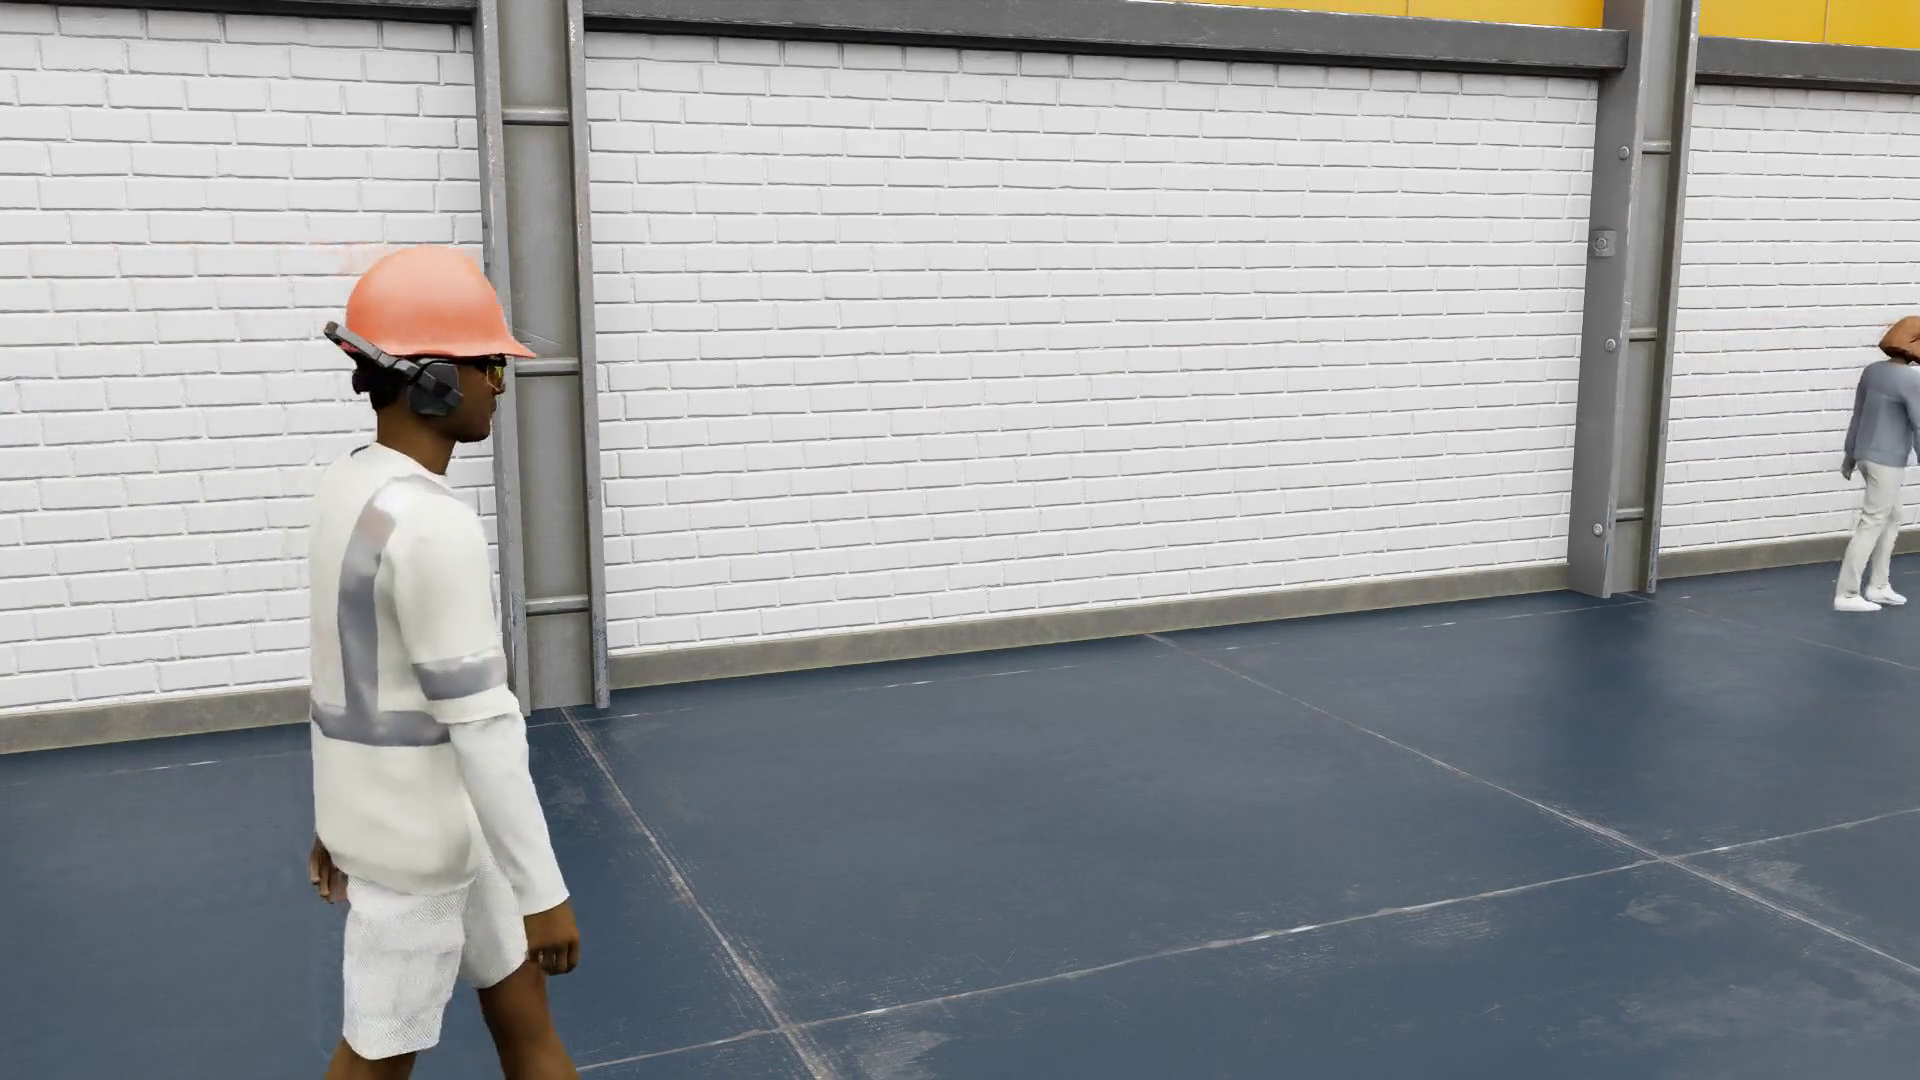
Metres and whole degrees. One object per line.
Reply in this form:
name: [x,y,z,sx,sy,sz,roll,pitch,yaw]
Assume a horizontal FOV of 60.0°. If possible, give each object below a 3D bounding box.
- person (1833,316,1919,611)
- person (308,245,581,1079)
person: [5.060,-0.400,8.967,0.603,1.606,0.536,0,10,-2]
person: [-0.828,0.494,2.975,1.020,1.997,0.634,-6,12,-28]
